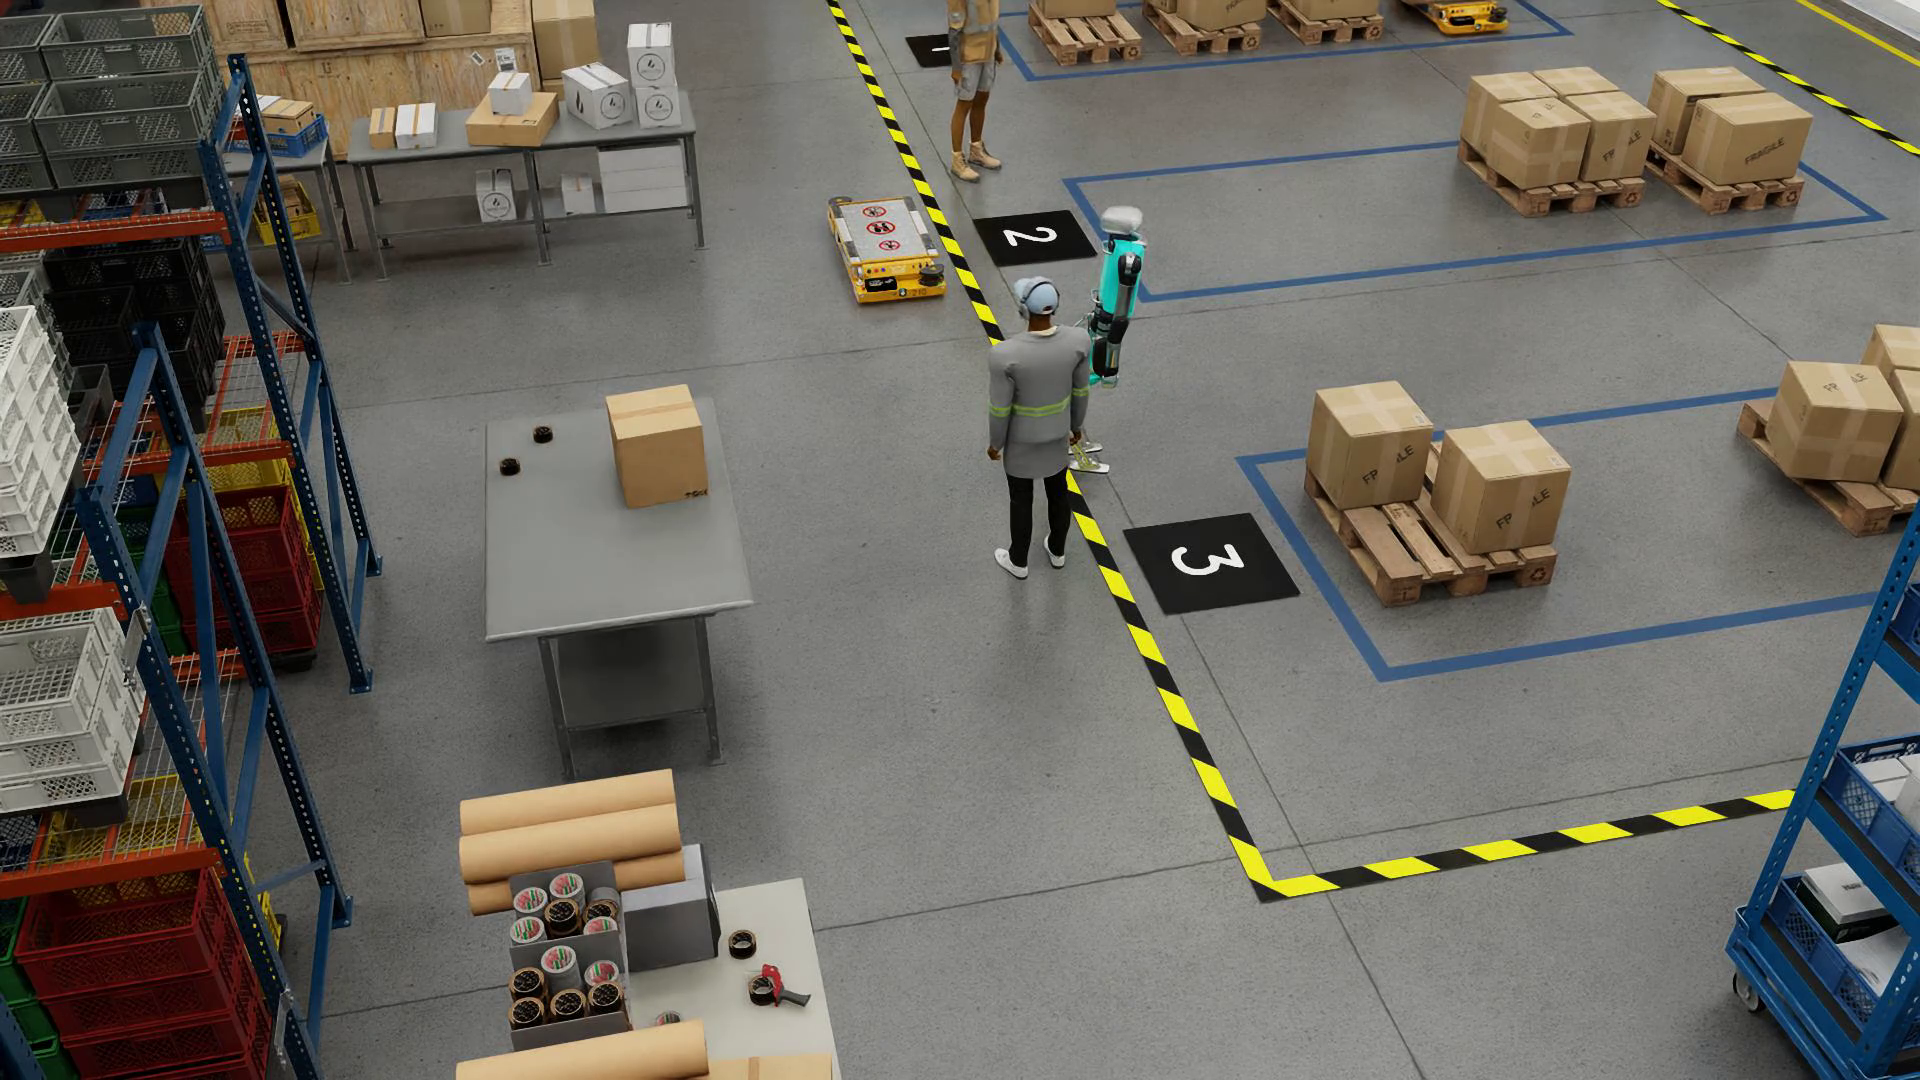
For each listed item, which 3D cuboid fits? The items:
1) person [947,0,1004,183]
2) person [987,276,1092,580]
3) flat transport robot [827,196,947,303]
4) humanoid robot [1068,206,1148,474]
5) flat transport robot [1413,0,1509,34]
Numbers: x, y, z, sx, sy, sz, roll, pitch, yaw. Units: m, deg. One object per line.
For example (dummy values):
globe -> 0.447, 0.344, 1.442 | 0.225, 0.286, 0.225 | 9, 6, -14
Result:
person -> 0.156, -3.890, 13.305 | 0.398, 2.032, 0.610 | 26, 44, 31
person -> 0.414, -0.605, 9.040 | 0.588, 1.852, 0.370 | -14, 39, -18
flat transport robot -> -0.570, -2.220, 12.538 | 0.659, 0.231, 1.431 | -8, 37, -10
humanoid robot -> 0.690, -1.169, 9.783 | 0.735, 1.677, 0.533 | -1, 37, -1
flat transport robot -> 4.955, -5.508, 16.934 | 0.652, 0.197, 1.431 | -8, 37, -10
